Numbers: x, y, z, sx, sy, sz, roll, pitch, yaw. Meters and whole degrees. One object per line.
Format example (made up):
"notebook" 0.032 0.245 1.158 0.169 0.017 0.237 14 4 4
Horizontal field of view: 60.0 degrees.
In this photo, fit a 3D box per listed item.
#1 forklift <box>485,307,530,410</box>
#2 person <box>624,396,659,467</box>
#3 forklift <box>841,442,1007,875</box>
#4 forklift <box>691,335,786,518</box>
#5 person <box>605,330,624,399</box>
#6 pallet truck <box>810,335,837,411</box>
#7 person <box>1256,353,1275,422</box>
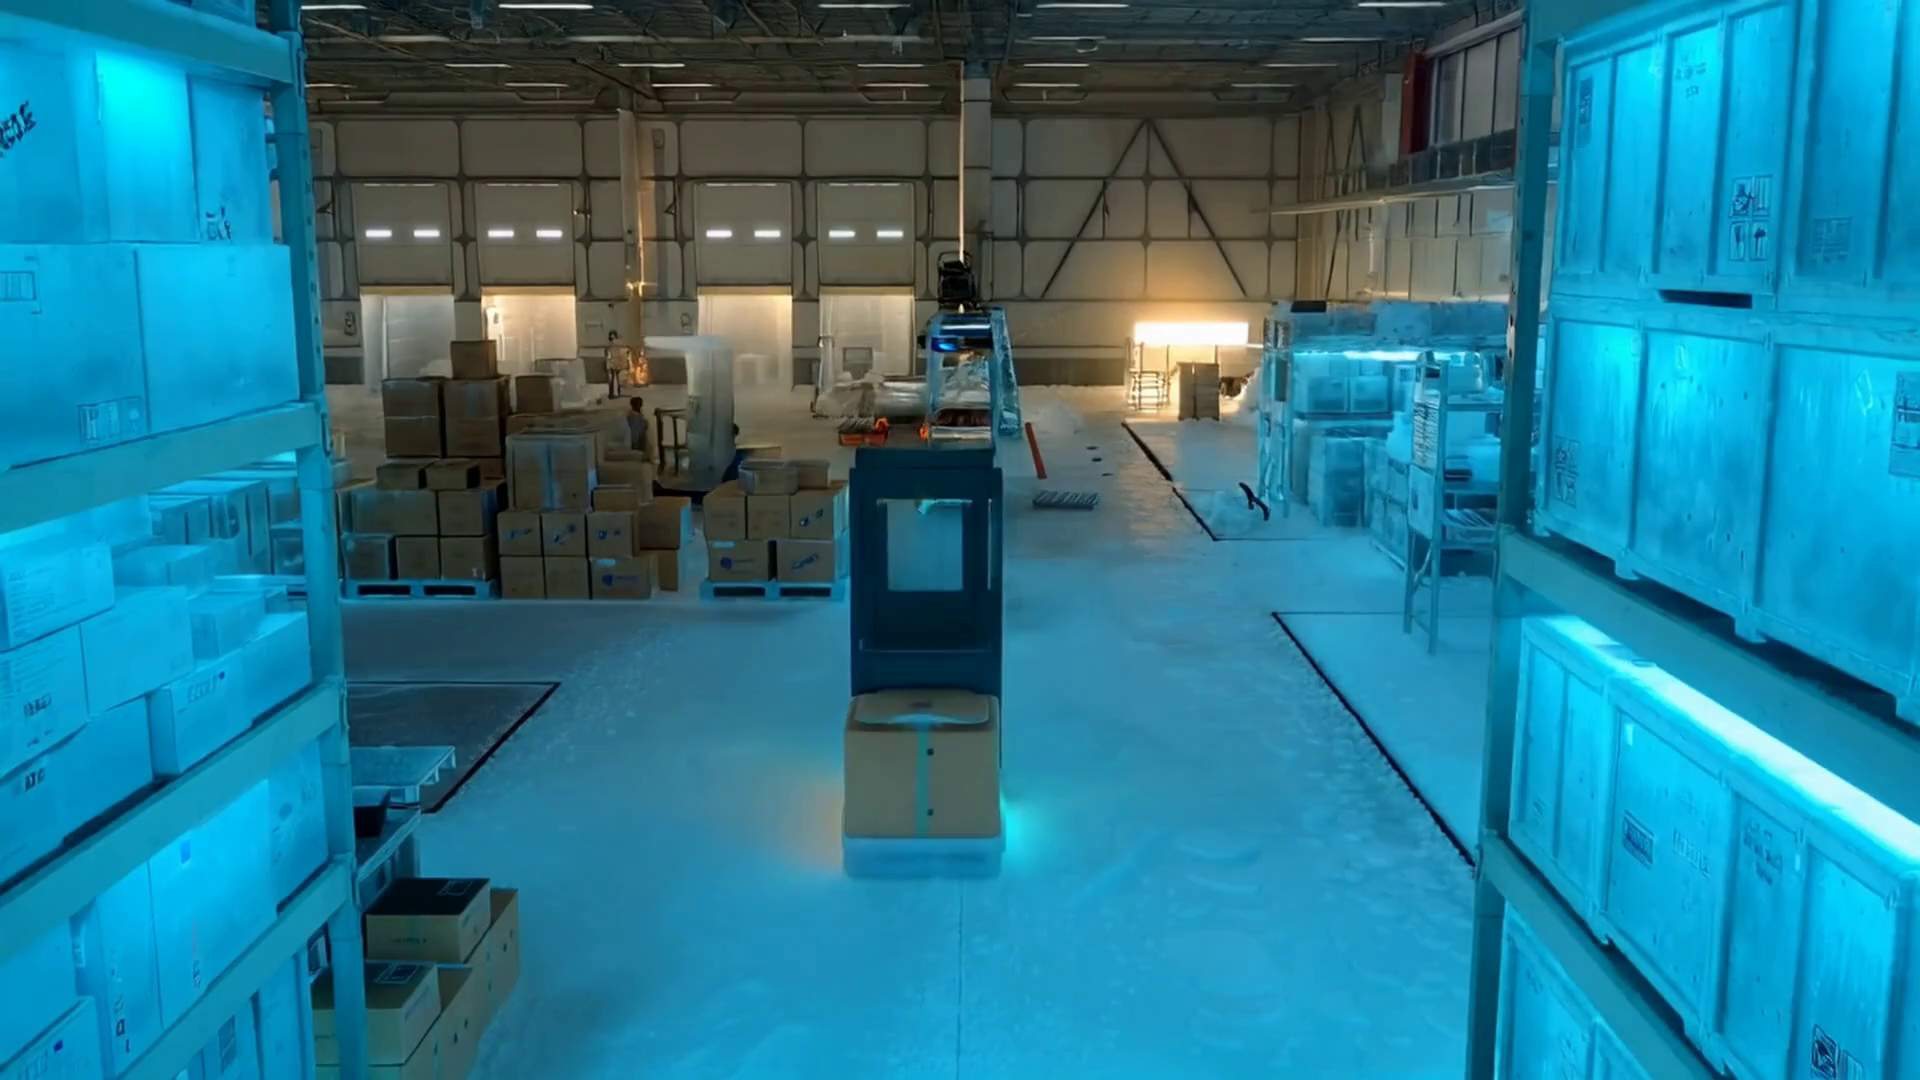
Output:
"forklift" -10.754 -4.150 39.646 1.129 2.768 1.873 0 10 1
"person" -4.975 -1.284 25.909 0.653 1.915 0.720 9 13 41
"forklift" -0.242 0.713 11.589 1.129 2.768 1.873 0 10 1
"forklift" -3.780 -1.824 26.224 1.873 2.768 1.129 -4 11 -24
"person" -9.770 -4.963 47.056 0.358 1.938 0.542 8 13 40
"pallet truck" -3.021 -4.312 43.126 1.885 1.965 0.823 3 10 17
"person" 6.904 -3.217 37.020 0.630 1.934 0.364 0 10 1
